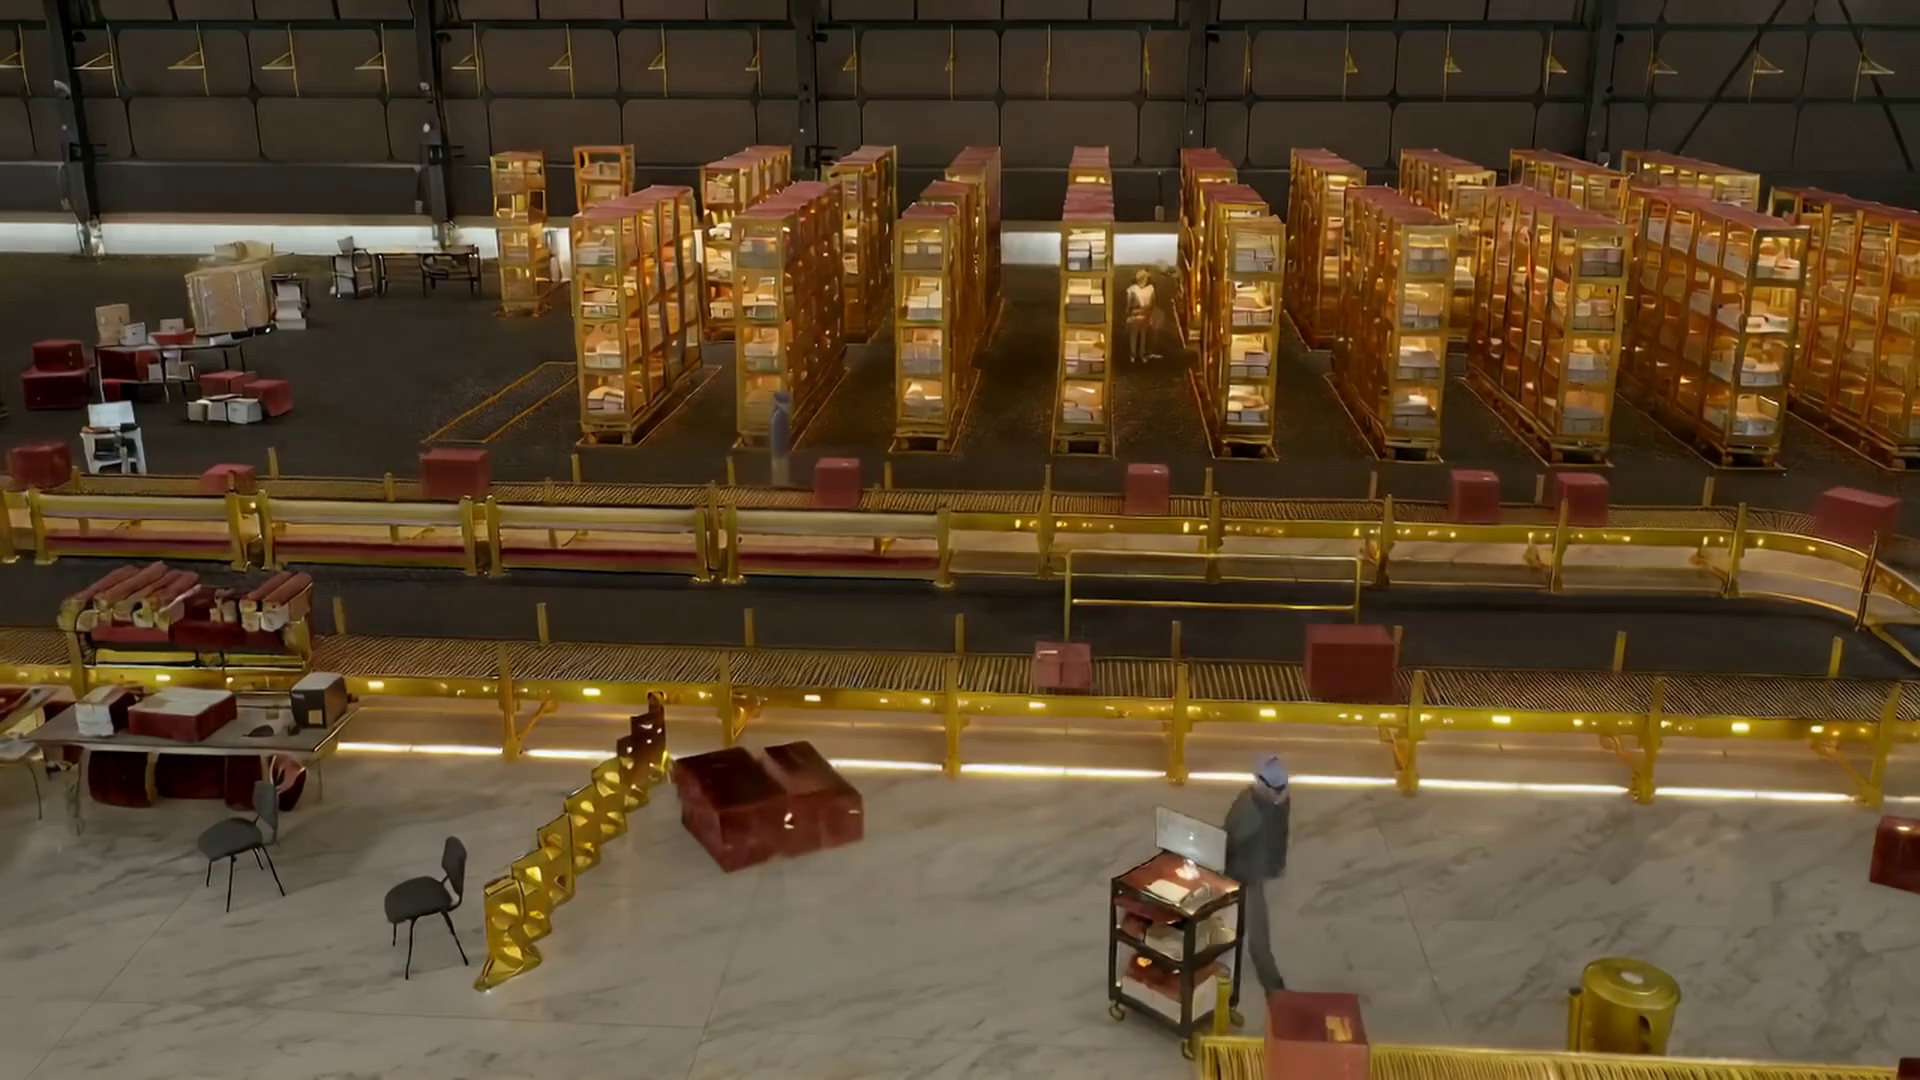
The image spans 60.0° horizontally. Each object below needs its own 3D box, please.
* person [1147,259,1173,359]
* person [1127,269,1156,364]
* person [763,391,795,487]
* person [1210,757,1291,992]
[{"bbox_3d":[3.907,-4.536,32.721,0.456,1.970,0.600,-6,19,-19],"label":"person"},{"bbox_3d":[3.530,-4.355,32.378,0.591,1.834,0.404,-4,18,-11],"label":"person"},{"bbox_3d":[-2.490,-1.162,22.386,0.601,1.737,0.548,4,18,12],"label":"person"},{"bbox_3d":[2.001,2.274,11.373,1.066,1.833,0.698,12,21,34],"label":"person"}]
